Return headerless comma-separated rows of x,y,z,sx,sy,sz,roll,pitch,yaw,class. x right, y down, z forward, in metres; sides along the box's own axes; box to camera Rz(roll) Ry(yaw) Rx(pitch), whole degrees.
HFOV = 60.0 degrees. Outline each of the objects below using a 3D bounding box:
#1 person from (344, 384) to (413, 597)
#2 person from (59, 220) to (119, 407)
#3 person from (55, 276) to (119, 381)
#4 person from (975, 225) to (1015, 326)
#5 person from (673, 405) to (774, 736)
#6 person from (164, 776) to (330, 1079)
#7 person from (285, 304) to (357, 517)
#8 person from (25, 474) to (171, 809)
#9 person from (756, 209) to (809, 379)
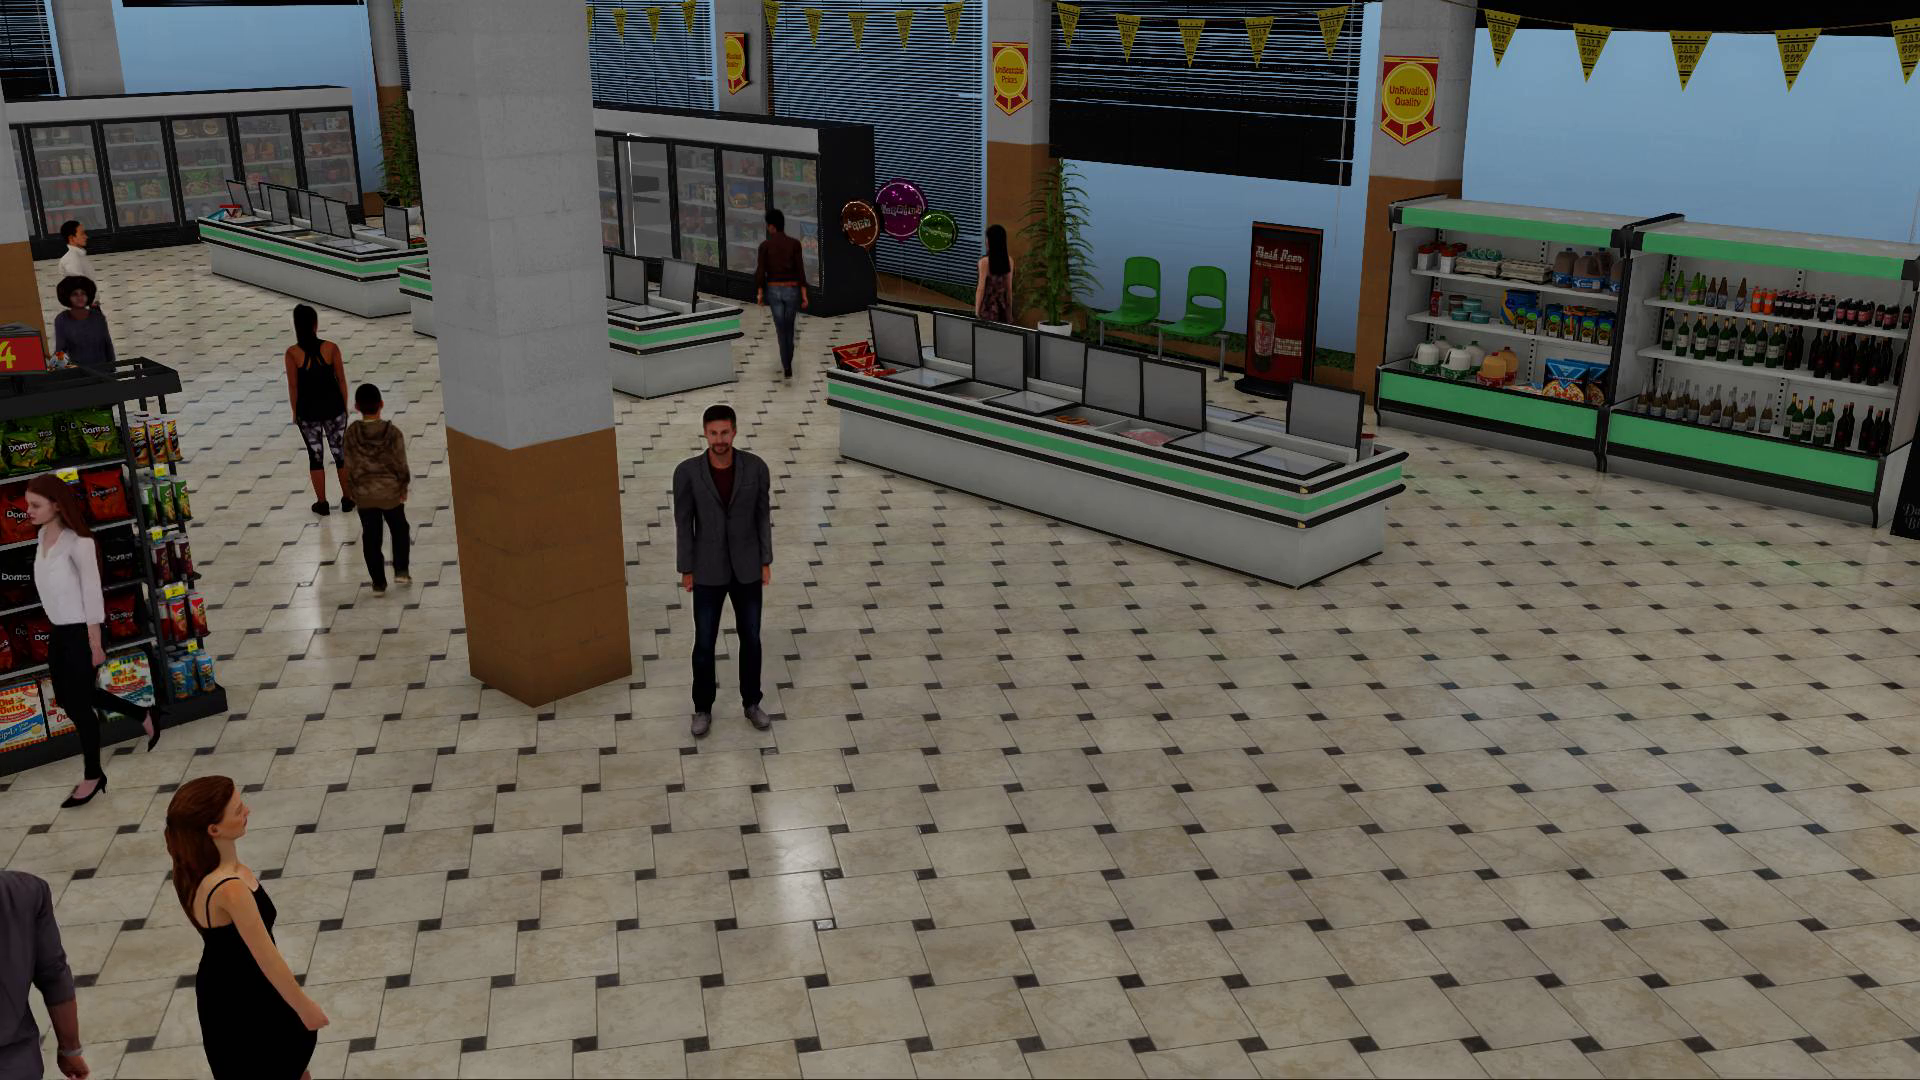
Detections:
-3.930,-0.313,11.212,0.692,1.444,0.731,-6,19,-16,person
-8.580,-2.219,16.288,0.795,1.811,0.631,-8,20,-21,person
-7.314,-1.361,13.918,0.642,1.701,0.826,-14,23,-36,person
0.380,-2.150,16.193,0.646,1.742,1.127,-16,24,-39,person
-1.285,0.157,9.150,0.777,1.871,0.770,-5,19,-14,person
-2.429,1.547,5.445,0.759,1.604,0.837,-11,22,-29,person
-4.986,-1.024,12.964,0.636,1.672,0.605,-9,21,-26,person
-4.343,0.491,8.363,0.827,1.740,0.750,15,24,38,person
-1.840,-2.502,17.262,1.076,1.724,1.262,-4,19,-10,person
